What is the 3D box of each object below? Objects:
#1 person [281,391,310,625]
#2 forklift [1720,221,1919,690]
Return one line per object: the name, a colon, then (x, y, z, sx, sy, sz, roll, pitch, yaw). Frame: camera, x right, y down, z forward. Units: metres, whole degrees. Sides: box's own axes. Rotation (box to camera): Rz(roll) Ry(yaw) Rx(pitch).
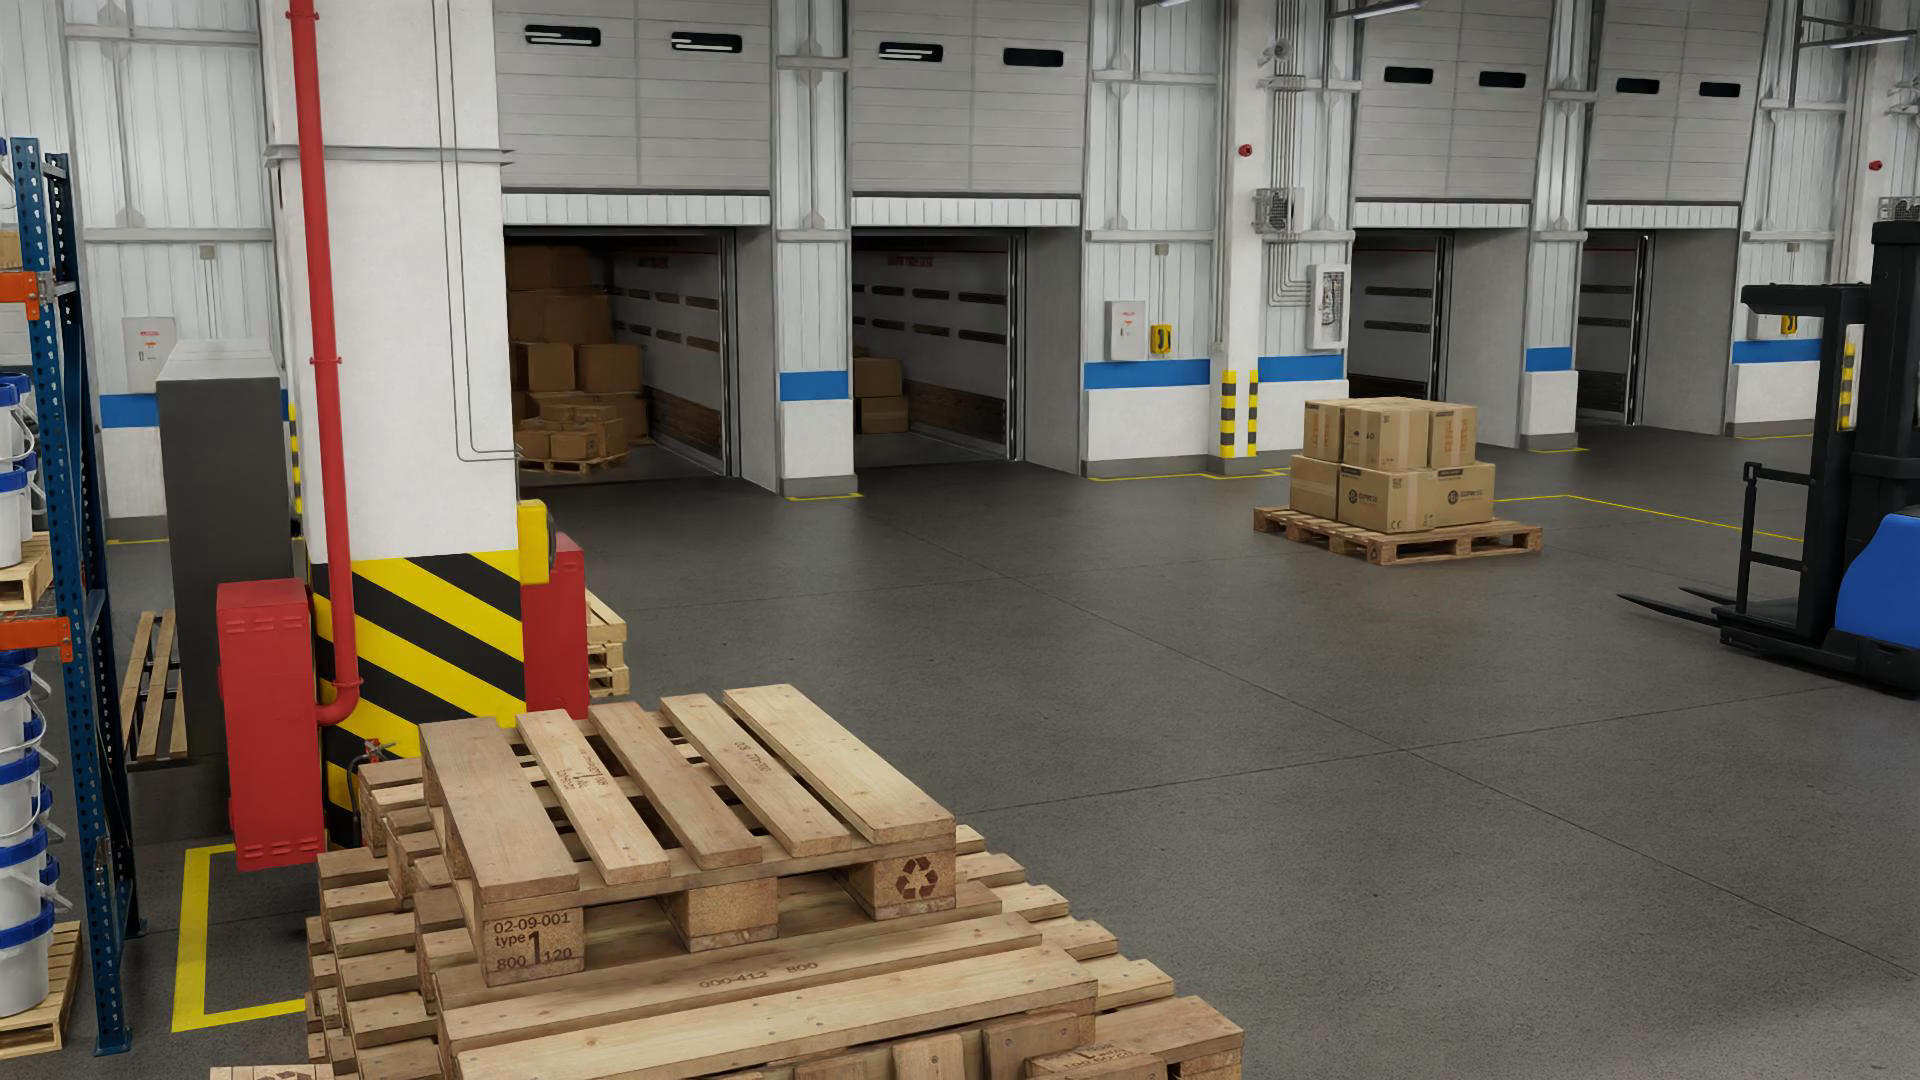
person: (-4.751, -0.241, 11.302, 1.032, 1.865, 0.606, -10, 14, -44)
forklift: (5.949, -0.550, 10.218, 1.129, 2.768, 1.873, -4, 11, -23)
